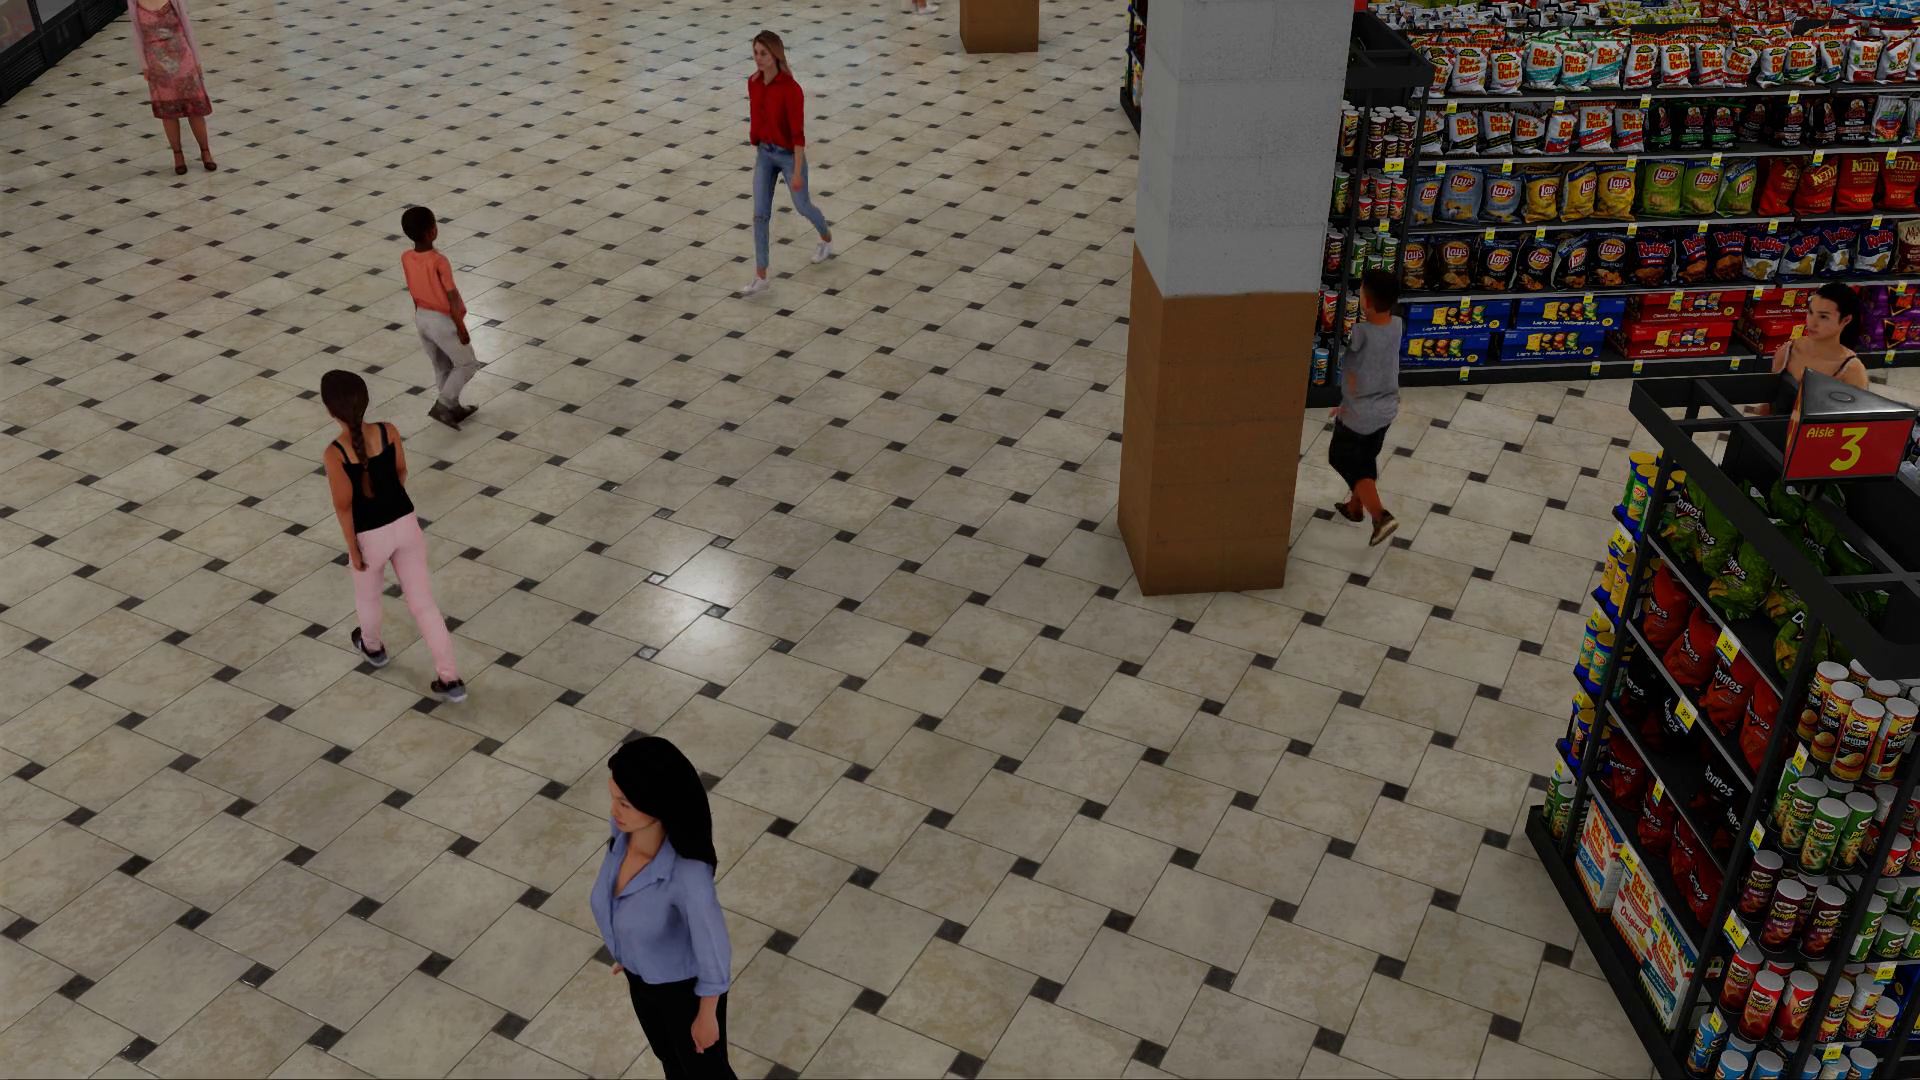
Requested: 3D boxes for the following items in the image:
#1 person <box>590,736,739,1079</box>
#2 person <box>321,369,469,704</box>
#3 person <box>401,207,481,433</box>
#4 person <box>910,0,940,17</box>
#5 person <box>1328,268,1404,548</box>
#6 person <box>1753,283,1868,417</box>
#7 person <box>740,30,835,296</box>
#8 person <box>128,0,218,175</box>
[{"bbox_3d":[-0.811,1.271,4.782,0.759,1.744,0.733,-26,40,-35],"label":"person"},{"bbox_3d":[-2.373,0.022,6.995,1.015,1.527,0.975,-25,40,-34],"label":"person"},{"bbox_3d":[-2.892,-1.180,9.140,0.701,1.303,0.734,16,35,23],"label":"person"},{"bbox_3d":[-0.423,-6.191,16.880,0.748,1.633,0.797,27,41,36],"label":"person"},{"bbox_3d":[2.039,-0.672,8.192,0.860,1.440,0.782,-8,33,-12],"label":"person"},{"bbox_3d":[3.749,-0.339,7.391,0.818,1.721,0.742,-19,36,-27],"label":"person"},{"bbox_3d":[-1.110,-2.481,10.895,1.164,1.658,1.132,18,36,26],"label":"person"},{"bbox_3d":[-6.082,-3.680,12.789,0.603,1.693,0.716,-13,34,-20],"label":"person"}]
